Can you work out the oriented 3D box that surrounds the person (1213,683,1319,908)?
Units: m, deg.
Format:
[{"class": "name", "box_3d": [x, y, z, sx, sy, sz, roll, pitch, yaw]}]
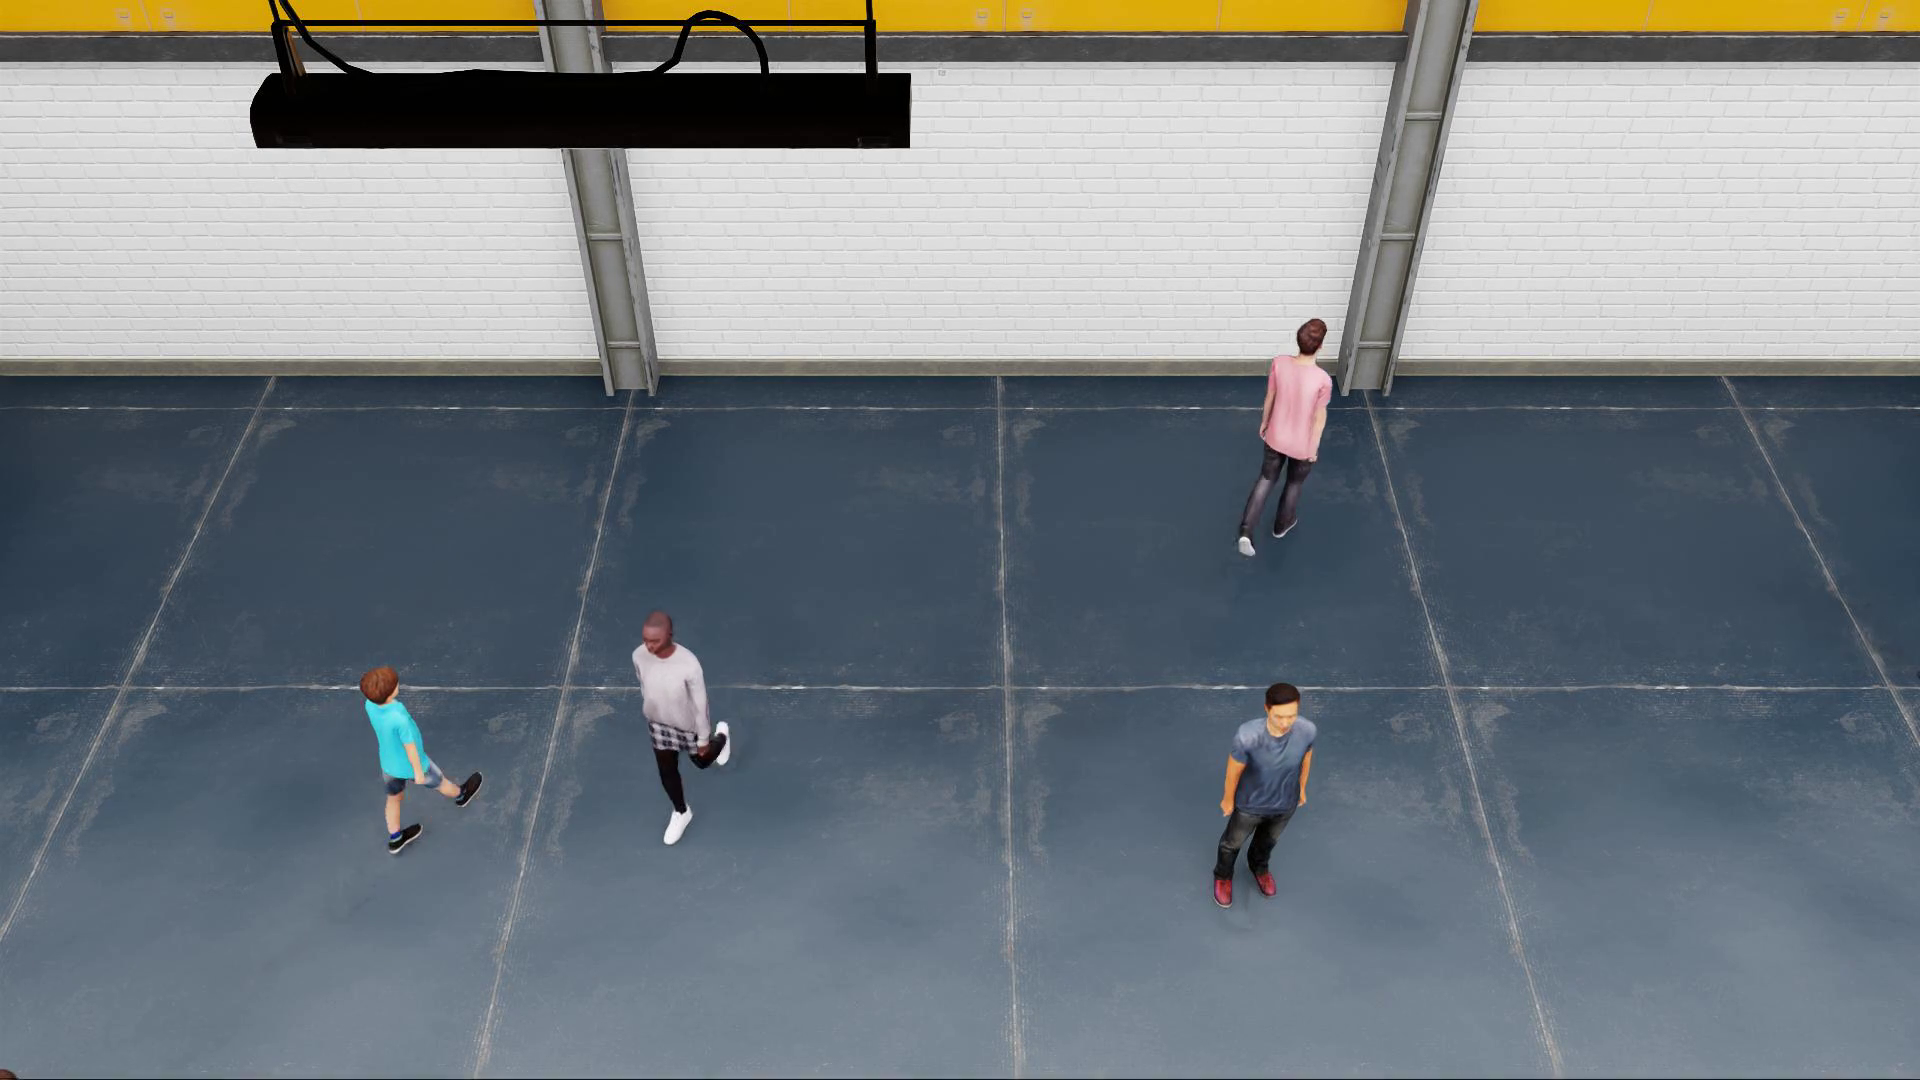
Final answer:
[{"class": "person", "box_3d": [1.741, 1.437, 9.517, 0.543, 1.809, 0.760, -8, 44, -8]}]

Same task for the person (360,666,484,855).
[{"class": "person", "box_3d": [-3.374, 1.335, 9.911, 0.945, 1.412, 0.911, 24, 49, 23]}]

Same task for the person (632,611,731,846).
[{"class": "person", "box_3d": [-1.640, 1.029, 9.983, 1.044, 1.756, 0.877, 13, 45, 13]}]

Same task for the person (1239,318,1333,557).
[{"class": "person", "box_3d": [2.272, -0.655, 11.620, 1.068, 1.936, 1.028, 24, 49, 23]}]
